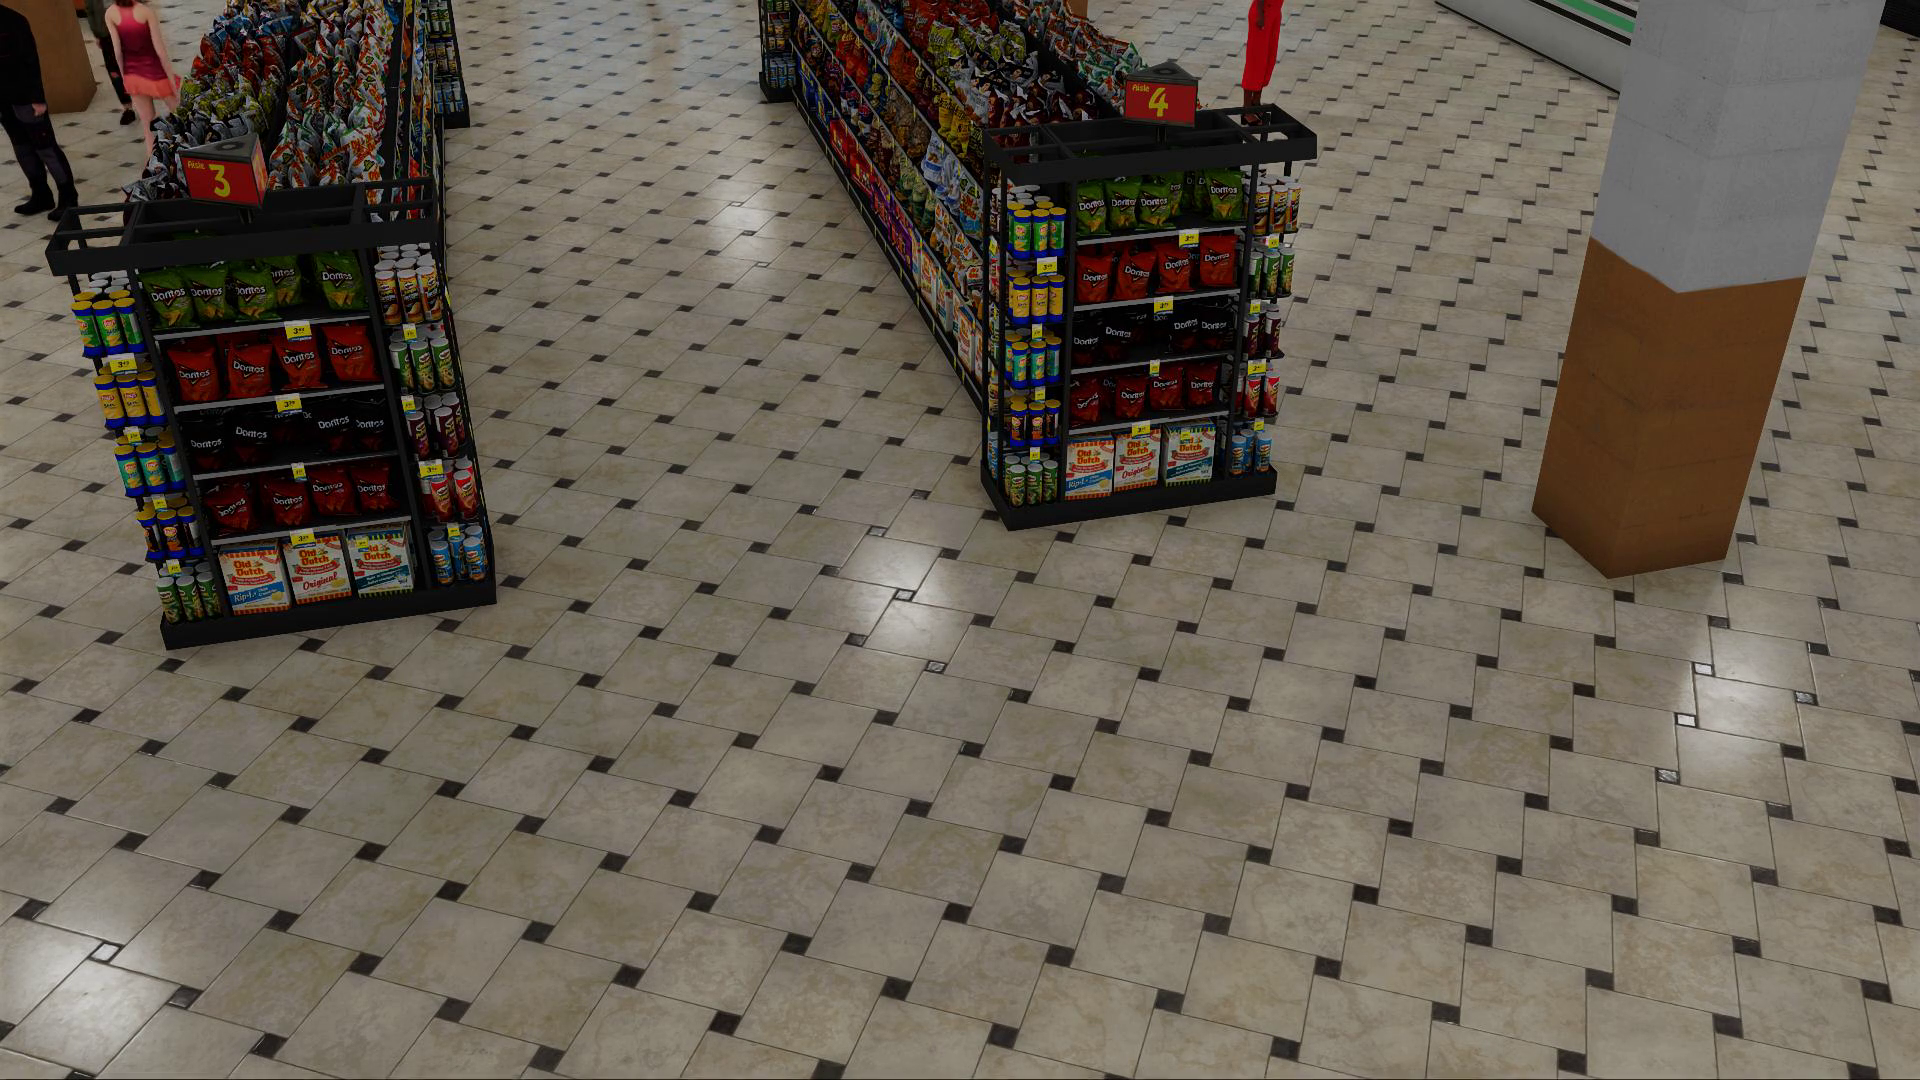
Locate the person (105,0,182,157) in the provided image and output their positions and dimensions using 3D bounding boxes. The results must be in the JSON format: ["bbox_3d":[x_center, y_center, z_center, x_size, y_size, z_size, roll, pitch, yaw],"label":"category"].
[{"bbox_3d":[-6.146,-3.432,12.551,0.618,1.742,0.673,-4,32,-6],"label":"person"}]

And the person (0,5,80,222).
[{"bbox_3d":[-6.895,-3.265,12.190,0.792,1.839,0.822,14,34,21],"label":"person"}]

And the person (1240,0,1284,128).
[{"bbox_3d":[2.587,-4.418,14.087,0.730,1.793,0.678,19,36,27],"label":"person"}]

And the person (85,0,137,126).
[{"bbox_3d":[-7.212,-4.356,14.298,0.595,1.465,0.683,-10,33,-15],"label":"person"}]
